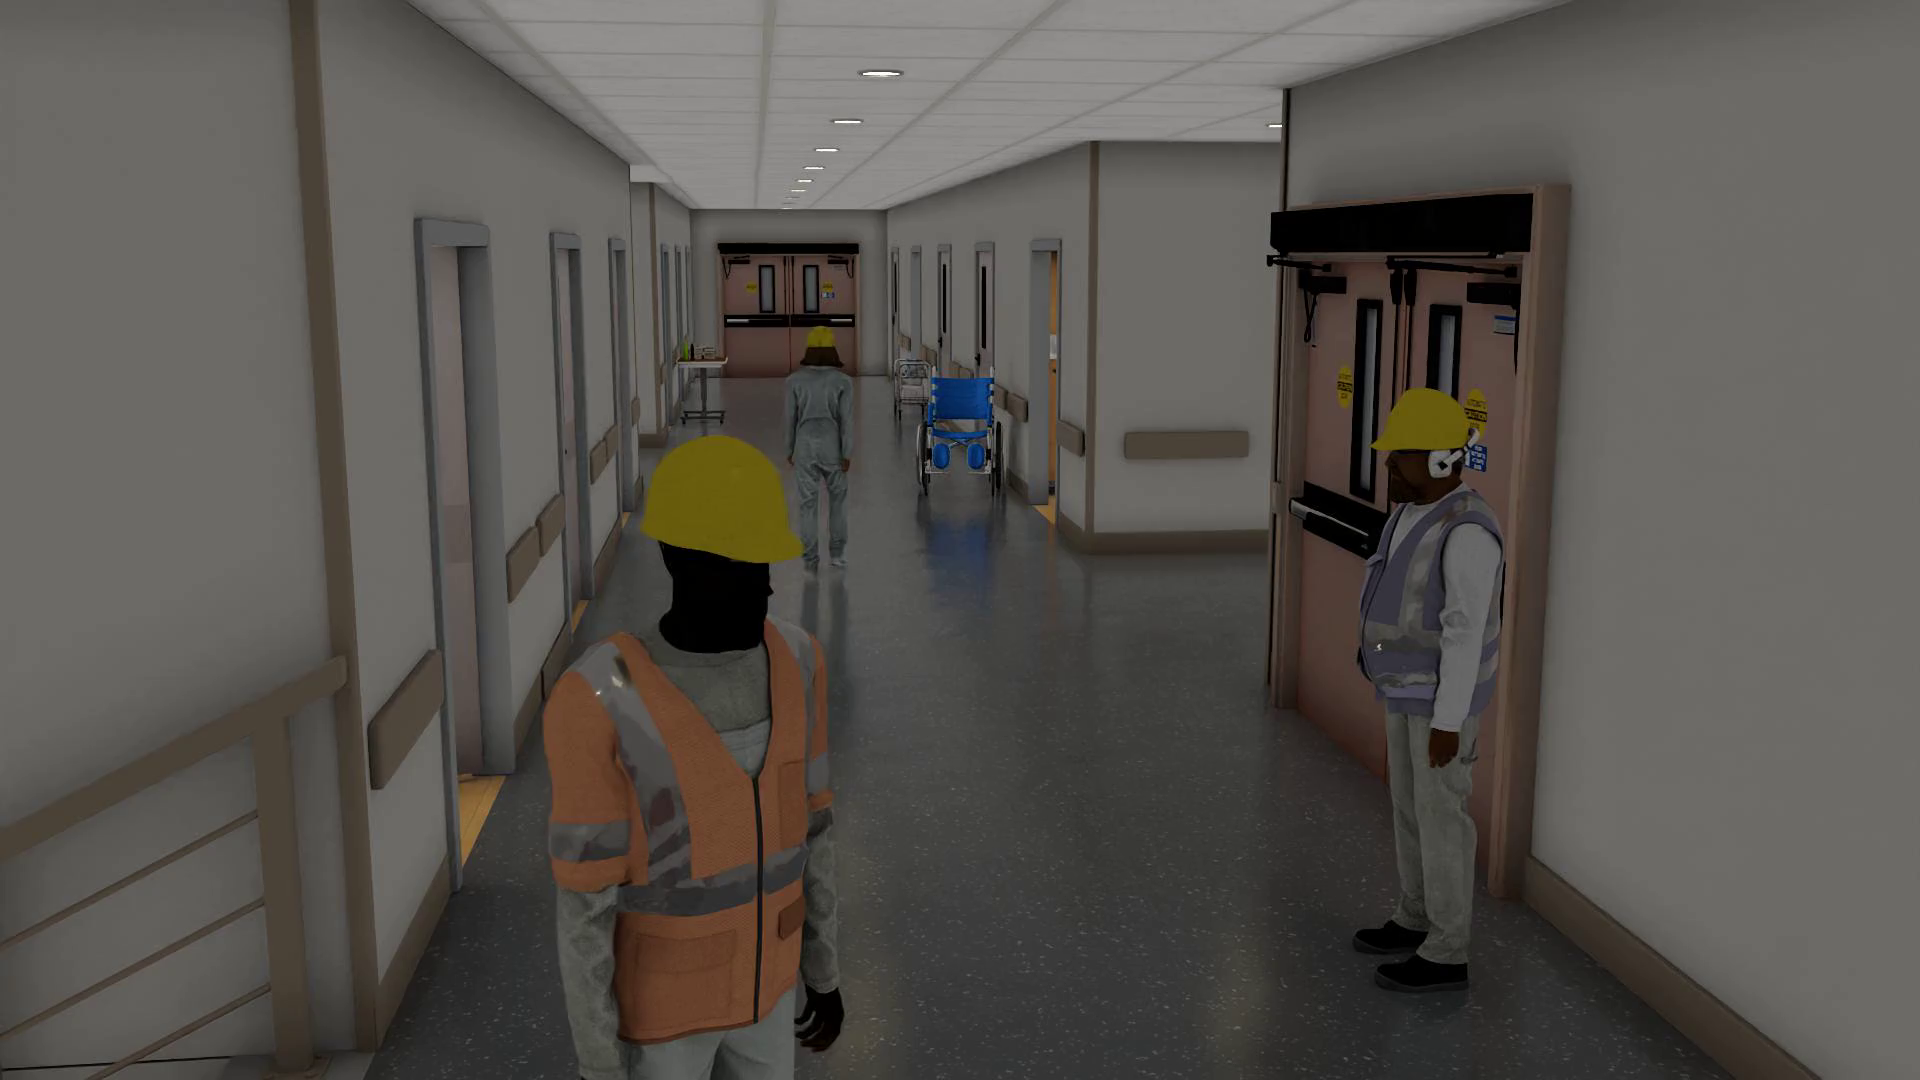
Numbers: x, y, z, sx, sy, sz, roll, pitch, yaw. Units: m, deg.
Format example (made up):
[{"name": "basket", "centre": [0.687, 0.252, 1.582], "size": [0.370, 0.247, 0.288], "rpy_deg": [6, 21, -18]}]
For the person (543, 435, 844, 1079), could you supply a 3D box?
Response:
[{"name": "person", "centre": [-0.422, 0.771, 2.895], "size": [0.396, 1.920, 0.586], "rpy_deg": [8, 13, 40]}]

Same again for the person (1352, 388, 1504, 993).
[{"name": "person", "centre": [1.406, 0.452, 5.052], "size": [0.405, 1.824, 0.586], "rpy_deg": [-1, 10, -6]}]

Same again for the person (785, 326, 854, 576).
[{"name": "person", "centre": [-0.972, -0.623, 11.598], "size": [0.499, 1.723, 0.622], "rpy_deg": [0, 10, 2]}]
